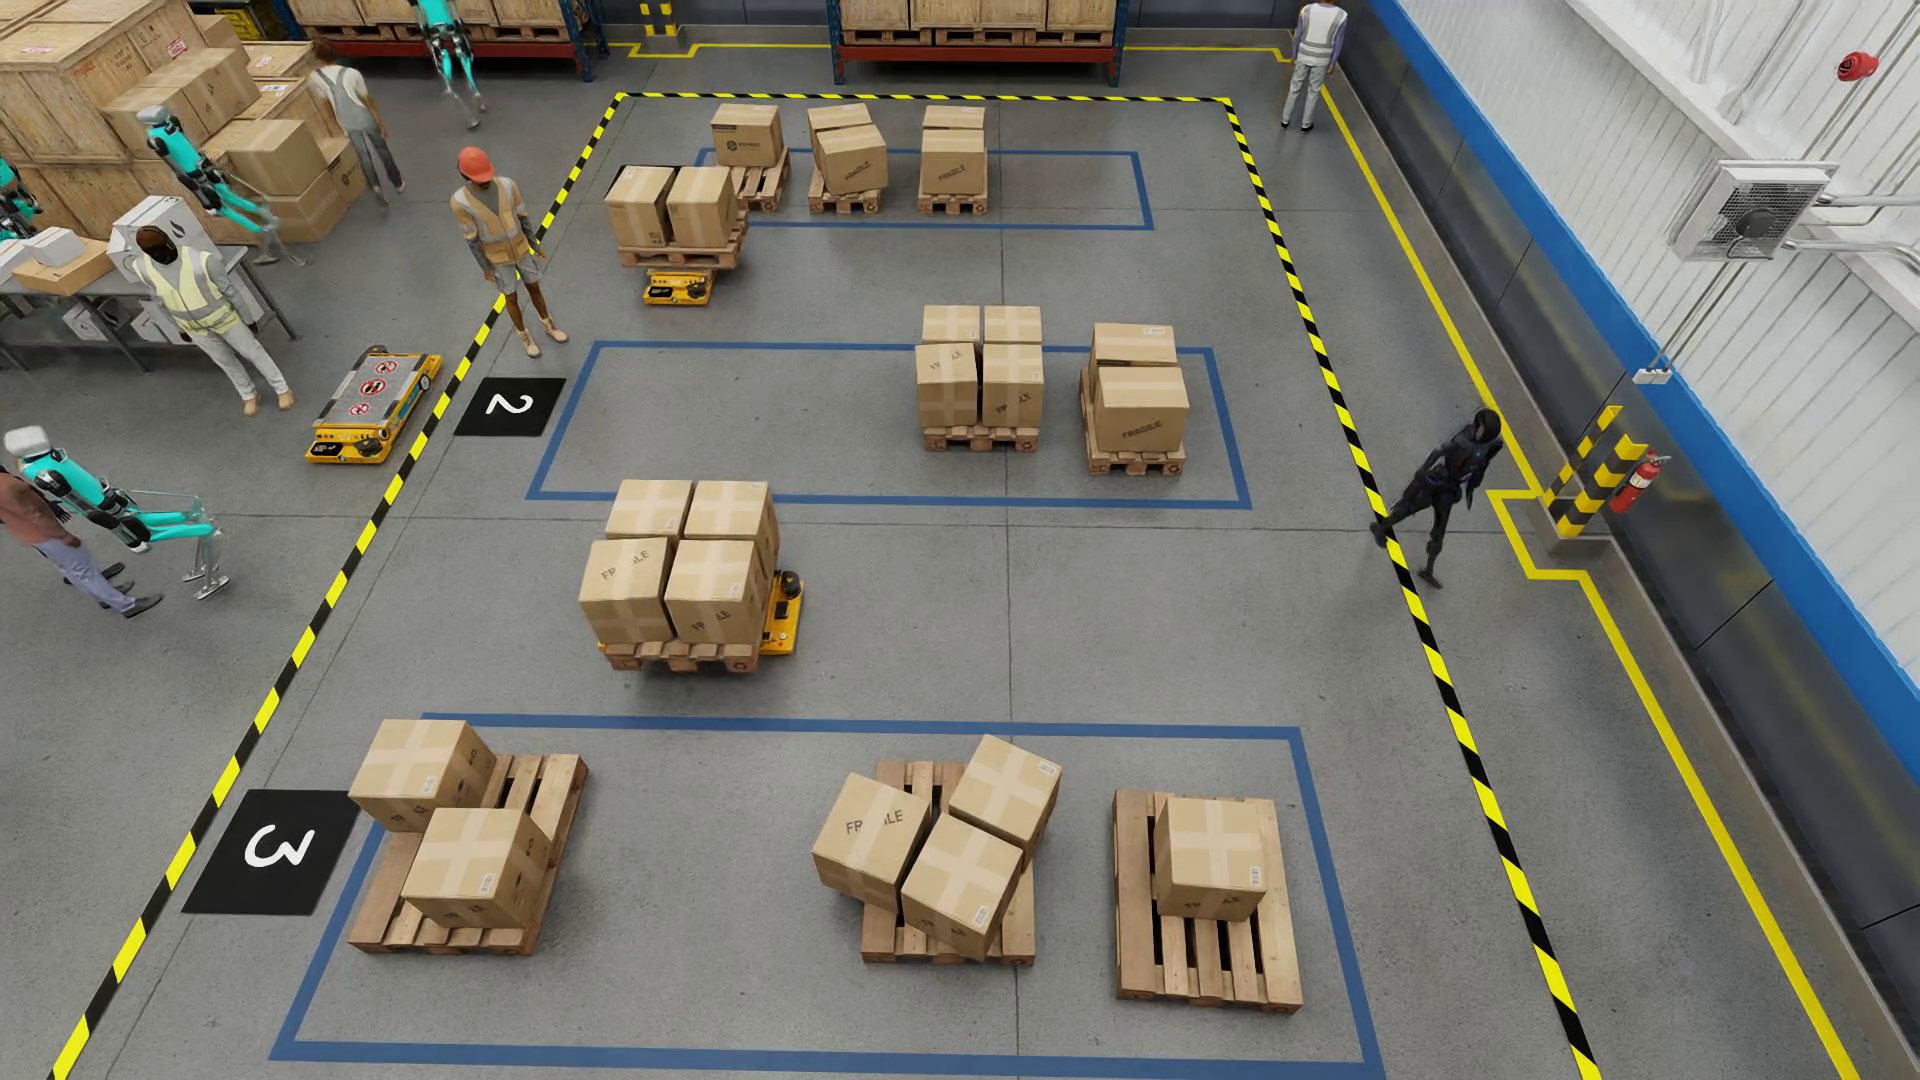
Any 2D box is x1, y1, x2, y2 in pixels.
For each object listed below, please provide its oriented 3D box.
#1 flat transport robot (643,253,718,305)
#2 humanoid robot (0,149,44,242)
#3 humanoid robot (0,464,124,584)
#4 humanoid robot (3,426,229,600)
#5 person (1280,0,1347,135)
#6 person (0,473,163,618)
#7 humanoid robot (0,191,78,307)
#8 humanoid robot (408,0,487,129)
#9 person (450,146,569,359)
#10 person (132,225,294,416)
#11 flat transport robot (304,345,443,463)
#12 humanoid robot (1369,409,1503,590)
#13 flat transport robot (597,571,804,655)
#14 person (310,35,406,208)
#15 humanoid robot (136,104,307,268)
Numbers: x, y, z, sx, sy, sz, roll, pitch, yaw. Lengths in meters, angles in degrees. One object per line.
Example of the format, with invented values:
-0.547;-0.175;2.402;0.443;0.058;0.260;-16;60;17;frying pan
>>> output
-2.944;-3.059;9.937;0.652;0.197;1.431;1;50;1;flat transport robot
-9.652;-3.330;9.195;0.691;1.755;0.530;-7;50;-6;humanoid robot
-6.919;-0.287;6.677;0.599;1.658;0.314;10;50;8;humanoid robot
-5.779;-0.246;6.523;0.735;1.681;0.533;-35;58;-26;humanoid robot
4.425;-6.030;11.442;0.589;1.835;0.404;23;54;18;person
-6.453;-0.091;6.461;0.522;1.769;0.315;20;53;16;person
-9.194;-2.850;8.785;0.554;1.736;0.709;-29;56;-22;humanoid robot
-6.427;-6.094;11.590;0.530;1.757;0.954;-16;52;-13;humanoid robot
-4.139;-2.627;8.435;0.392;2.034;0.604;36;59;27;person
-6.460;-1.884;7.941;0.630;1.834;0.429;-12;51;-10;person
-5.383;-1.269;8.441;0.659;0.231;1.431;1;50;1;flat transport robot
3.551;-0.356;6.774;0.611;1.619;0.777;-8;50;-7;humanoid robot
-1.942;0.529;6.901;1.431;0.197;0.652;1;50;1;flat transport robot
-6.756;-4.661;10.293;0.518;1.819;0.740;-15;51;-12;person
-7.456;-3.562;9.483;0.826;1.873;0.548;-9;50;-7;humanoid robot
